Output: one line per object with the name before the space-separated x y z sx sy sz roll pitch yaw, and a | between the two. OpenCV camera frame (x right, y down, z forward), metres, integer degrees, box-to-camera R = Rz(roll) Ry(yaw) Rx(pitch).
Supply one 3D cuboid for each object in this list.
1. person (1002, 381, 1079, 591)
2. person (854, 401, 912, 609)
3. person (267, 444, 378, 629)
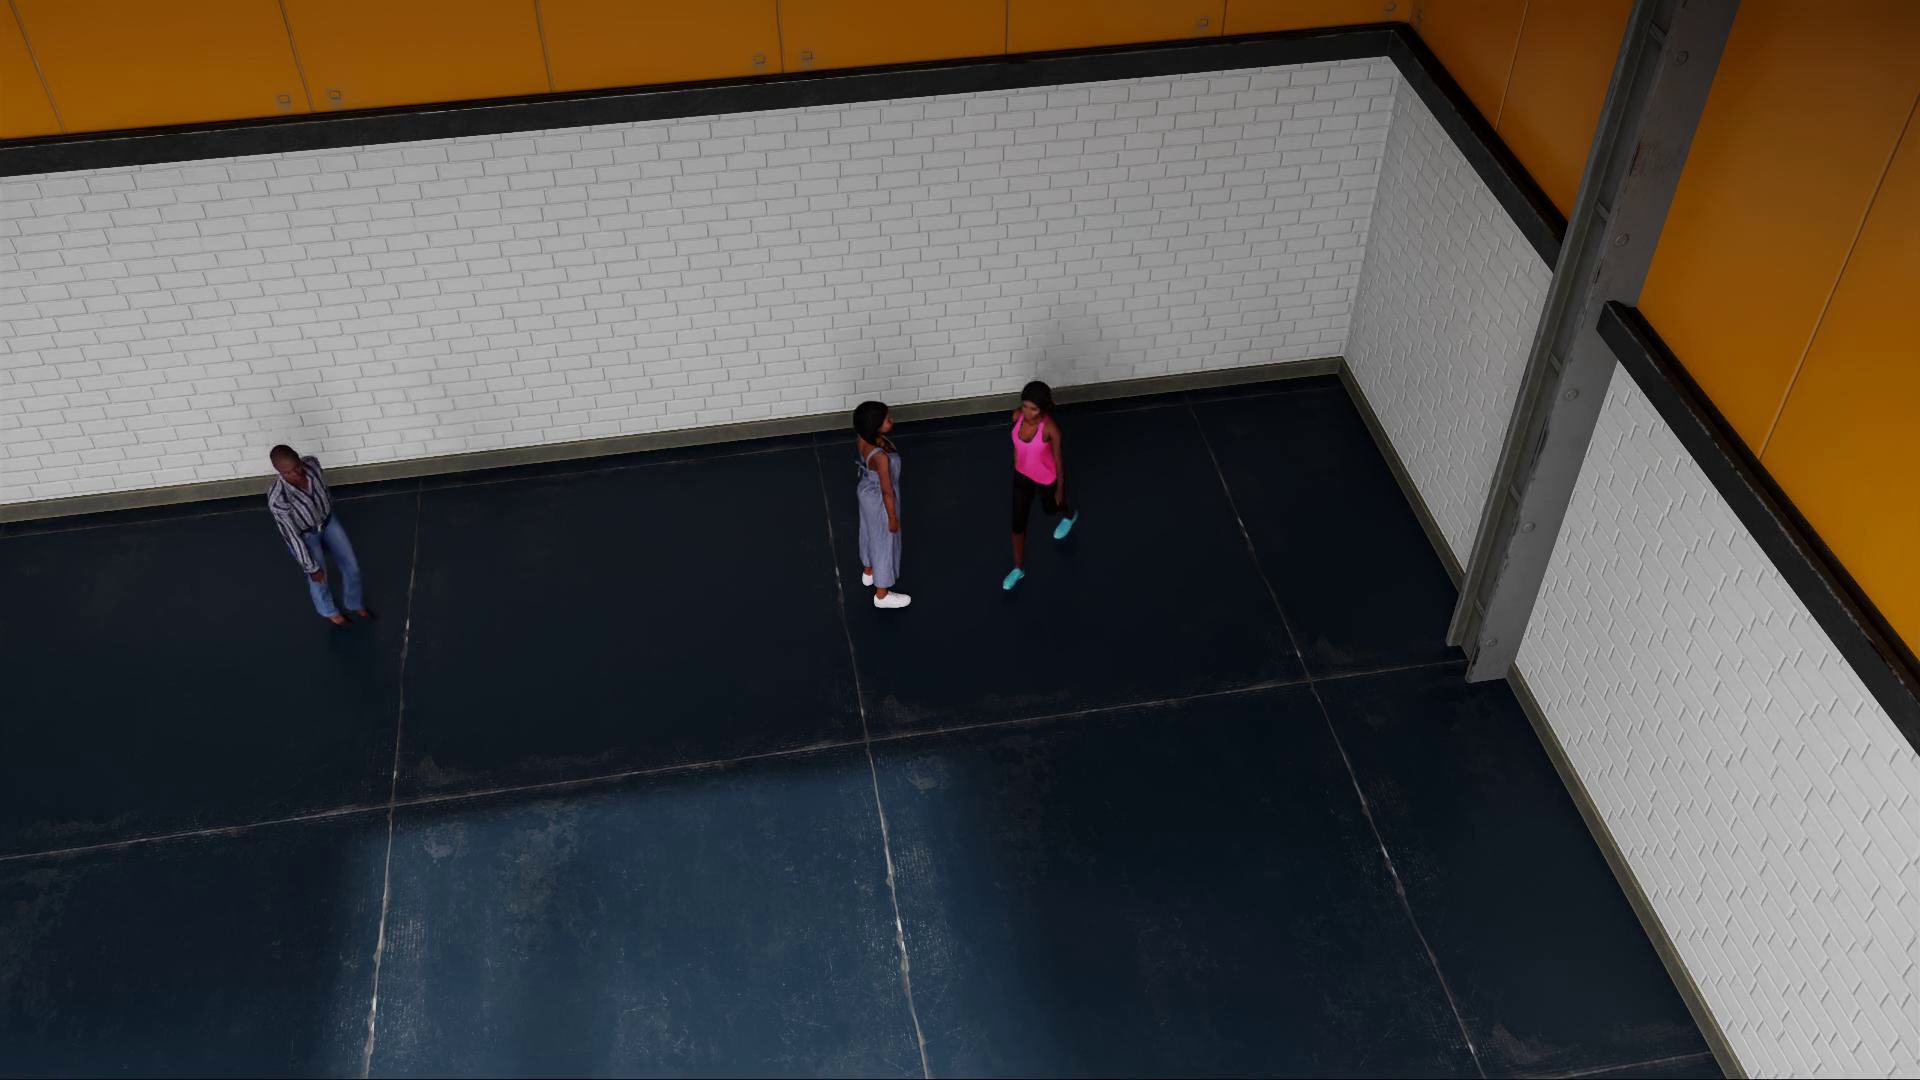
person | 0.588 -0.481 11.433 1.043 1.684 1.121 25 49 24
person | -0.547 -0.264 11.198 0.675 1.695 0.498 -14 45 -14
person | -4.260 -0.025 10.905 0.896 1.752 0.825 10 44 10
